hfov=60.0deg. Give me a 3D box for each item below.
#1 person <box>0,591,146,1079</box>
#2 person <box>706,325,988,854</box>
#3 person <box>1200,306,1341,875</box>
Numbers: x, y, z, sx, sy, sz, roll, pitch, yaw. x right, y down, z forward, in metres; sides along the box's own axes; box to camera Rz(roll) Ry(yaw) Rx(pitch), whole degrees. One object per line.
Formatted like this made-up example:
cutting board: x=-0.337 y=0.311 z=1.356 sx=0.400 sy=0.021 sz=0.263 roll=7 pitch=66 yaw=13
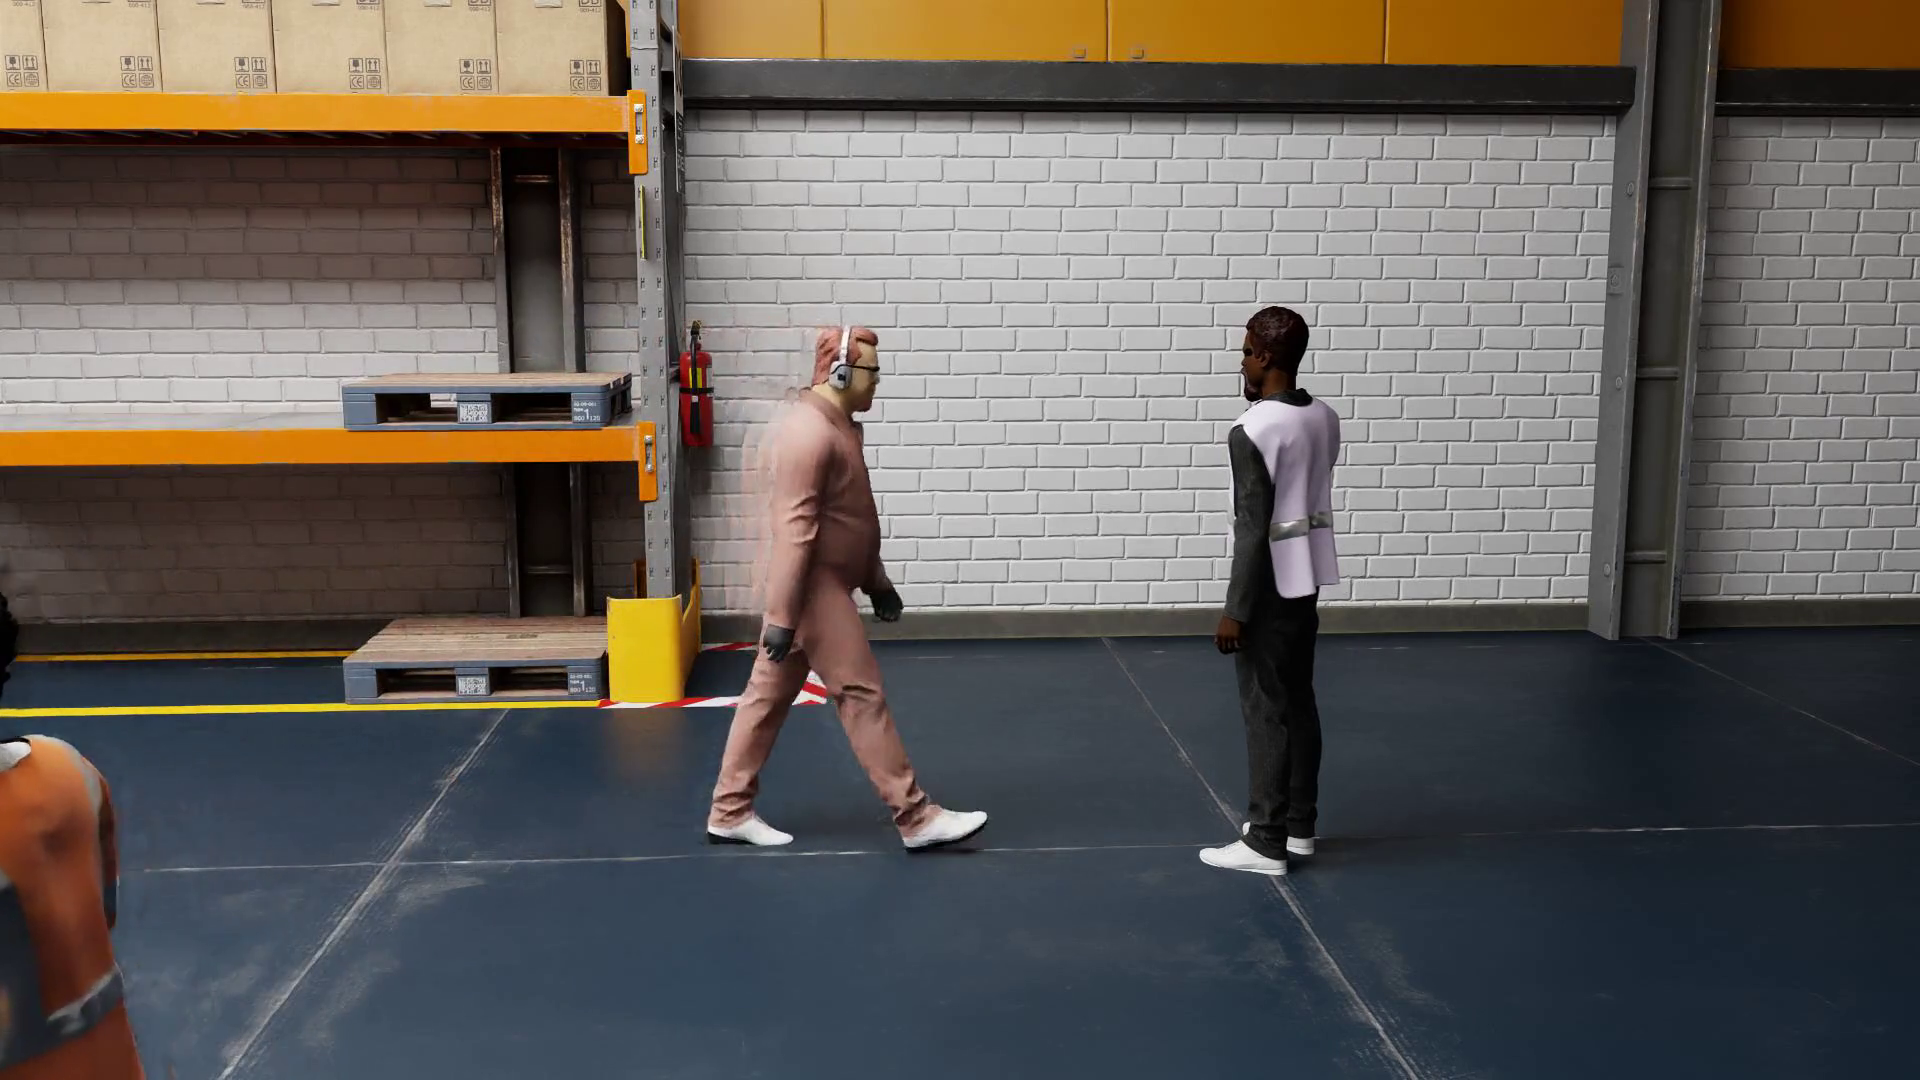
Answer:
person: x=-1.369 y=0.837 z=2.212 sx=0.663 sy=1.671 sz=0.556 roll=-1 pitch=9 yaw=-7
person: x=-0.429 y=0.191 z=5.787 sx=1.047 sy=1.848 sz=0.637 roll=-1 pitch=9 yaw=-5
person: x=1.076 y=0.174 z=5.647 sx=0.386 sy=1.918 sz=0.595 roll=7 pitch=11 yaw=36
